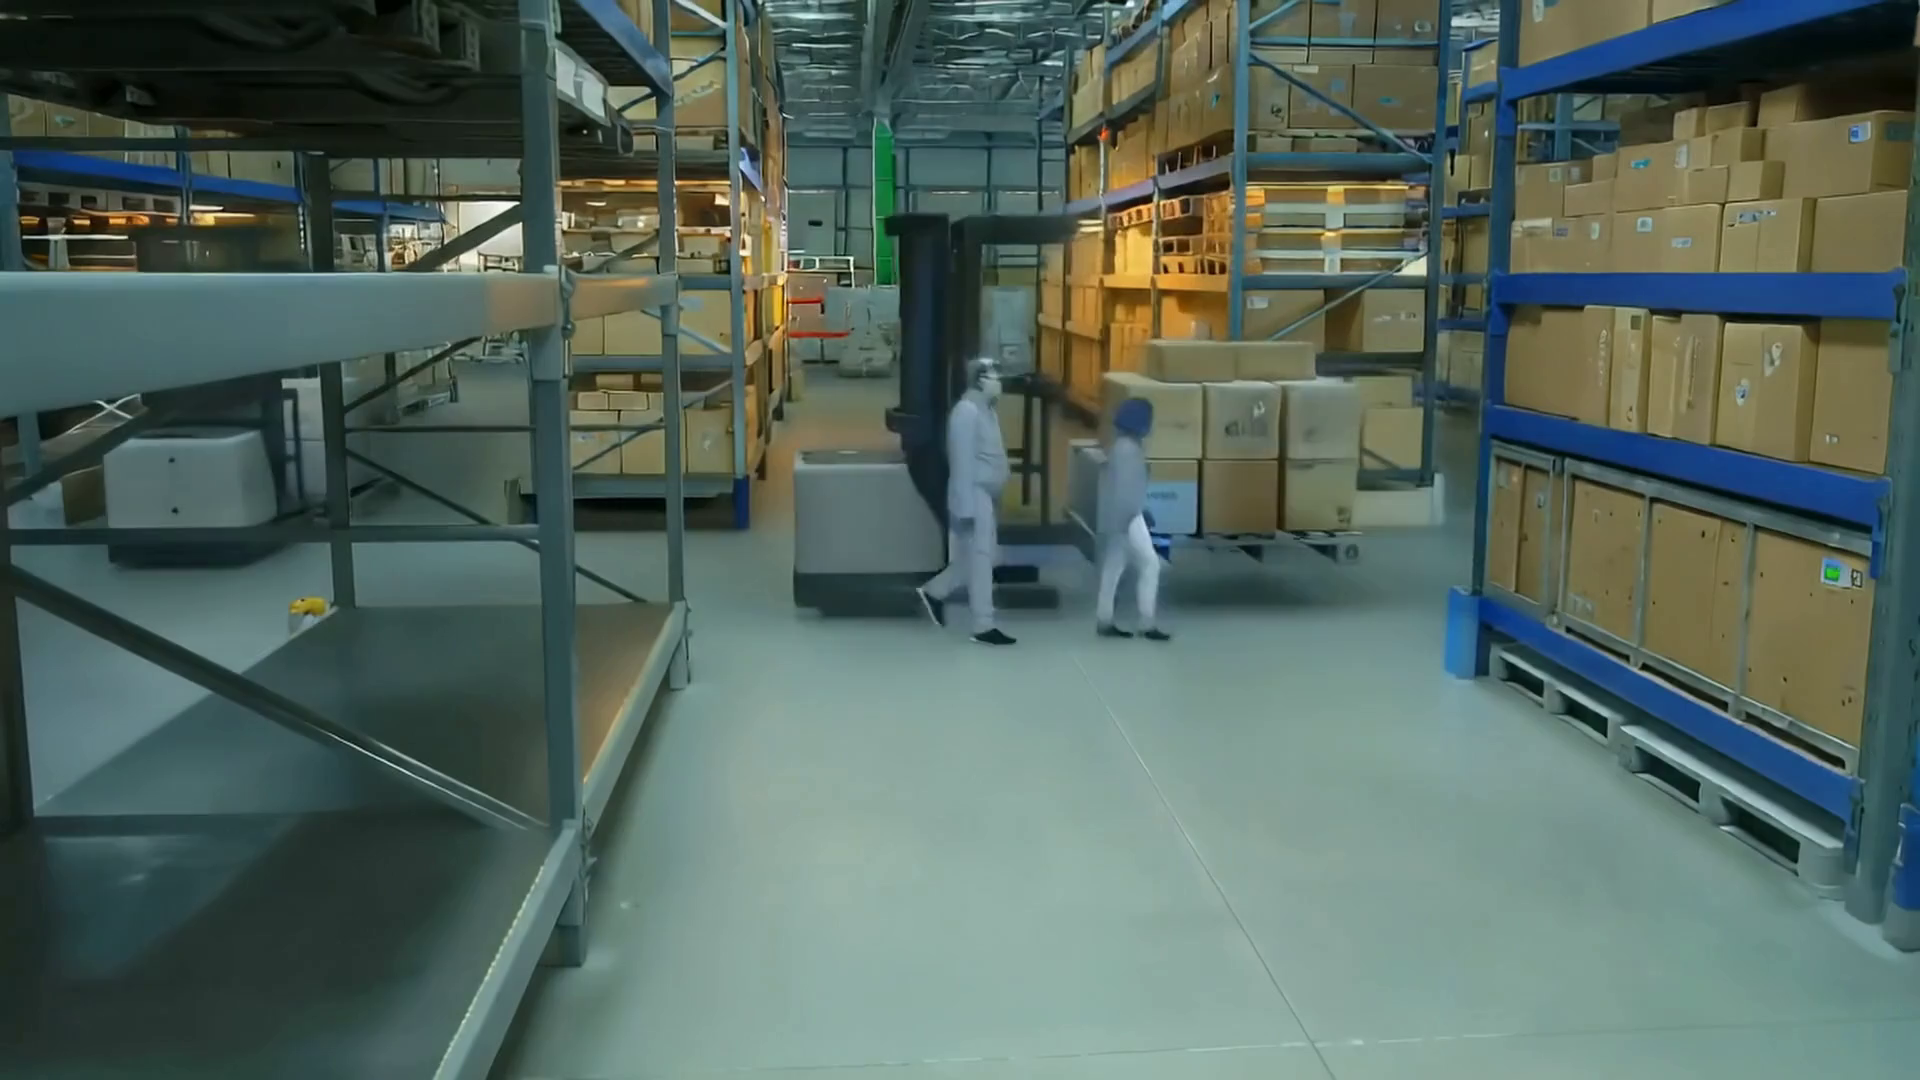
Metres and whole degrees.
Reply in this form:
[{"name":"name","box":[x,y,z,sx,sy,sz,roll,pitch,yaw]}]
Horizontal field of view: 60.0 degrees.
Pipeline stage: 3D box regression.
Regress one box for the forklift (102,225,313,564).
[{"name":"forklift","box":[-6.487,-1.292,14.242,1.129,2.768,1.873,-1,9,-4]}]

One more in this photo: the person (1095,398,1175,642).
[{"name":"person","box":[1.180,-0.125,10.907,0.633,1.607,0.499,-1,9,-5]}]

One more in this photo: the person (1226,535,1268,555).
[{"name":"person","box":[2.476,-0.703,14.252,0.536,1.694,0.322,2,9,15]}]

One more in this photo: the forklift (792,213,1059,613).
[{"name":"forklift","box":[-0.283,-0.946,12.069,1.873,2.768,1.129,-1,9,-5]}]

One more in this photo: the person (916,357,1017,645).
[{"name":"person","box":[0.032,-0.253,10.872,0.660,1.887,0.662,2,9,13]}]

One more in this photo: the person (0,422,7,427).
[{"name":"person","box":[-15.437,-2.671,25.841,0.606,1.956,1.025,3,10,19]}]

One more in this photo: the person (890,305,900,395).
[{"name":"person","box":[-1.214,-3.803,33.307,0.669,1.822,0.661,-3,10,-18]}]
